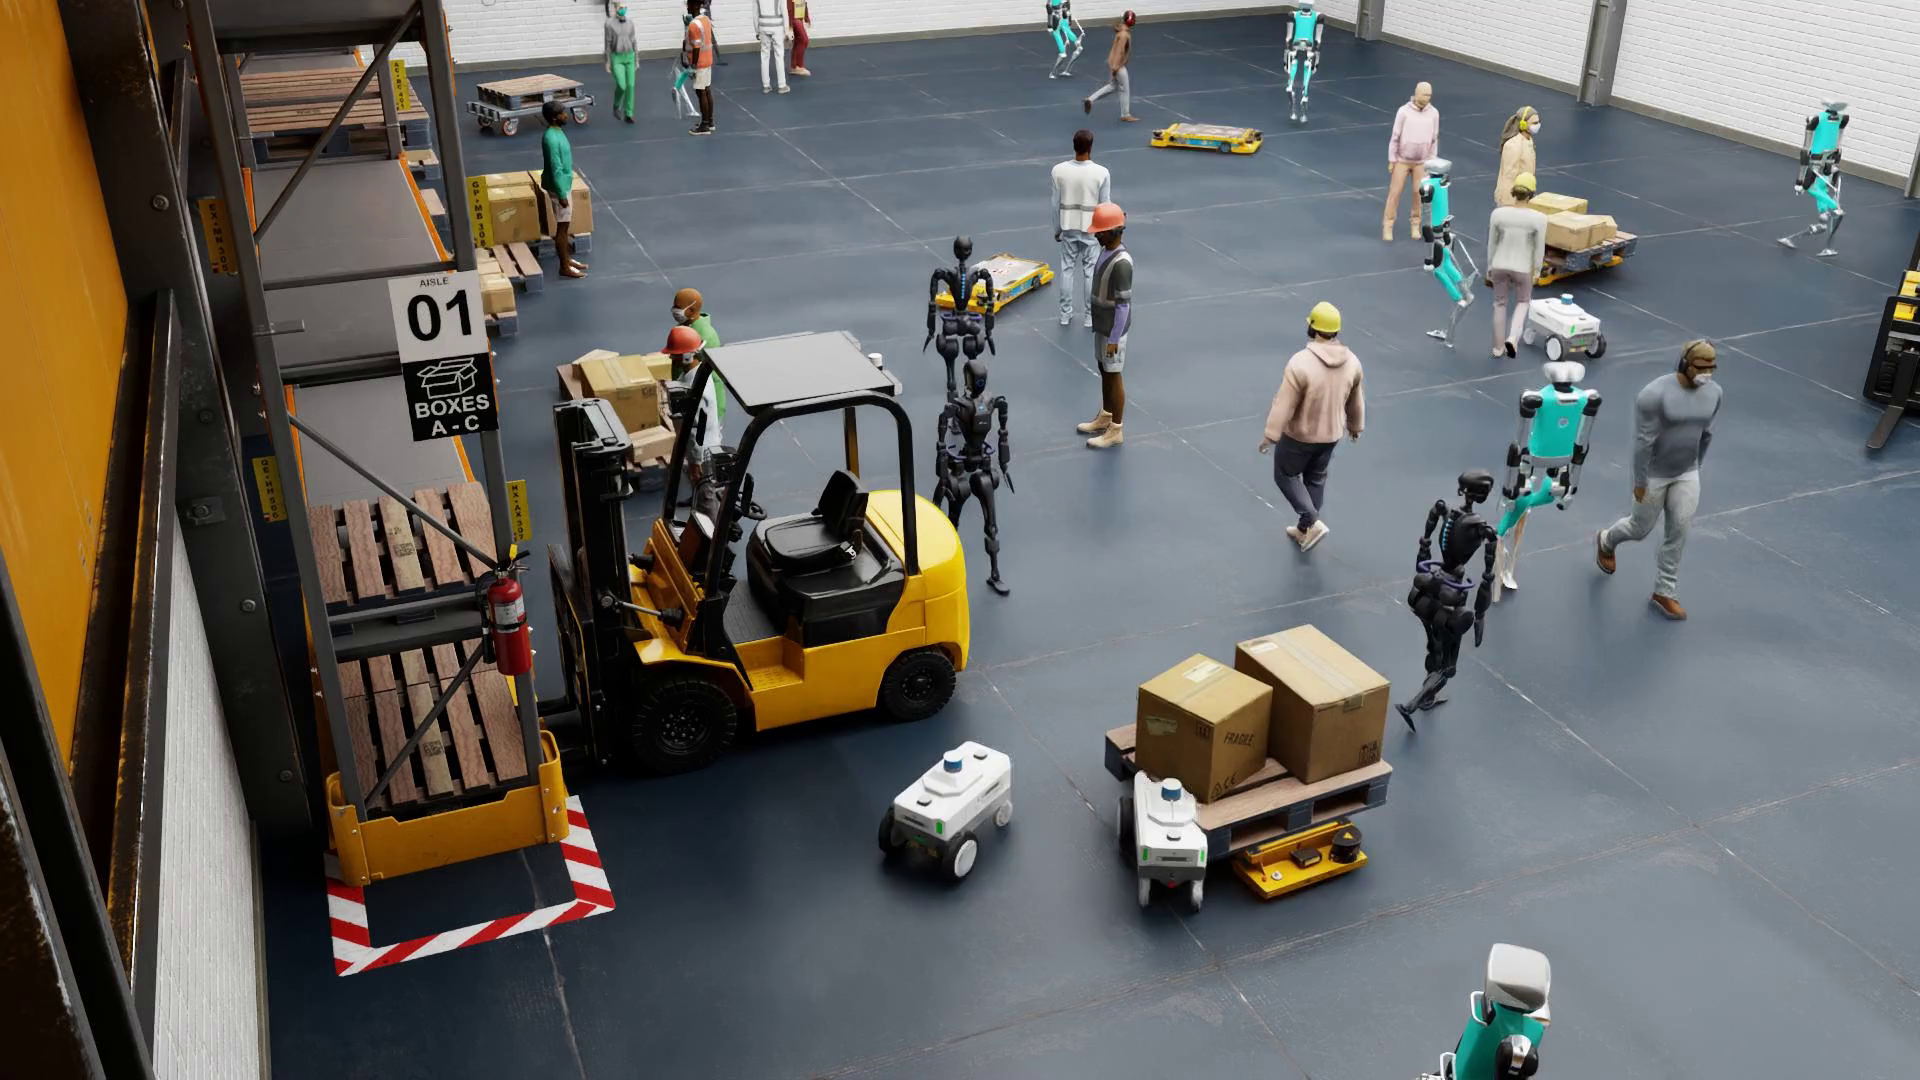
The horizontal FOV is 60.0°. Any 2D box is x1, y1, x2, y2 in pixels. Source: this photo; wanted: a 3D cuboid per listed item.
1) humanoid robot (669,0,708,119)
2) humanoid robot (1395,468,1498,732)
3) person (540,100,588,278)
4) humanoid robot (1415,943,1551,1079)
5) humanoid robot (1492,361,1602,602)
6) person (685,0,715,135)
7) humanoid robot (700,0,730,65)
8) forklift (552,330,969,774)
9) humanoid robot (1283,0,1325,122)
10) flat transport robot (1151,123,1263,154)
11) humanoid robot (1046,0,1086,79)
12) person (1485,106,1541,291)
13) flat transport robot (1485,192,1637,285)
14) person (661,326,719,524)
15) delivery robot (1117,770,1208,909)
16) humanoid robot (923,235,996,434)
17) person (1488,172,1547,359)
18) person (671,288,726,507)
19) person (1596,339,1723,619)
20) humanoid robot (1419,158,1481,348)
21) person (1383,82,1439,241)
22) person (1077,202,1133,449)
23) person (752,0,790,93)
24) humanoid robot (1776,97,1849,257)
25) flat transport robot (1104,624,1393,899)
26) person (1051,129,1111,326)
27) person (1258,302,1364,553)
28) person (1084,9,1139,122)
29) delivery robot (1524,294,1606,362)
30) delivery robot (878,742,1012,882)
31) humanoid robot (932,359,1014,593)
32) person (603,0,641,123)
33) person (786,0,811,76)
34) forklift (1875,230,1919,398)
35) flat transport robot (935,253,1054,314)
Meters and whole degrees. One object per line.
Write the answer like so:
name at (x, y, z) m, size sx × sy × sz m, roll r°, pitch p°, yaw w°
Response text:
humanoid robot at (-4.040, -6.993, 24.370) m, size 0.751 × 1.869 × 0.532 m, roll 12°, pitch 29°, yaw 22°
humanoid robot at (2.794, 0.340, 9.770) m, size 0.628 × 1.632 × 0.589 m, roll -16°, pitch 31°, yaw -28°
person at (-4.232, -3.714, 17.612) m, size 0.396 × 1.854 × 0.494 m, roll -3°, pitch 27°, yaw -7°
humanoid robot at (1.627, 2.223, 6.055) m, size 0.765 × 1.880 × 0.543 m, roll 5°, pitch 27°, yaw 10°
humanoid robot at (3.834, -0.424, 11.215) m, size 0.546 × 1.794 × 0.755 m, roll -3°, pitch 27°, yaw -6°
person at (-3.690, -6.746, 23.519) m, size 0.368 × 1.966 × 0.605 m, roll 4°, pitch 27°, yaw 8°
humanoid robot at (-4.292, -8.779, 27.940) m, size 0.769 × 1.625 × 0.611 m, roll -6°, pitch 27°, yaw -12°
forklift at (-1.094, 0.010, 9.831) m, size 2.313 × 2.155 × 1.214 m, roll -10°, pitch 28°, yaw -20°
humanoid robot at (4.917, -6.857, 23.992) m, size 0.535 × 1.758 × 0.942 m, roll 6°, pitch 27°, yaw 12°
flat transport robot at (3.431, -5.572, 23.070) m, size 1.431 × 0.231 × 0.659 m, roll 9°, pitch 28°, yaw 18°
humanoid robot at (1.734, -8.359, 26.989) m, size 0.674 × 1.793 × 0.560 m, roll 23°, pitch 35°, yaw 38°
person at (5.732, -3.557, 17.278) m, size 0.403 × 1.877 × 0.555 m, roll 18°, pitch 32°, yaw 32°
flat transport robot at (6.480, -3.045, 18.044) m, size 1.431 × 0.231 × 0.659 m, roll -17°, pitch 32°, yaw -31°
person at (-1.865, -0.669, 11.673) m, size 0.350 × 1.746 × 0.575 m, roll -3°, pitch 27°, yaw -6°
delivery robot at (1.086, 1.495, 8.656) m, size 0.499 × 0.560 × 0.734 m, roll 1°, pitch 27°, yaw 2°
humanoid robot at (-0.009, -1.734, 13.878) m, size 0.612 × 1.645 × 0.514 m, roll -3°, pitch 27°, yaw -6°
person at (5.080, -2.499, 15.325) m, size 0.530 × 1.739 × 0.509 m, roll 14°, pitch 30°, yaw 25°
person at (-1.925, -1.006, 12.304) m, size 0.387 × 1.783 × 0.537 m, roll -16°, pitch 31°, yaw -28°
person at (4.690, -0.473, 11.101) m, size 0.616 × 1.909 × 0.781 m, roll -5°, pitch 27°, yaw -11°
humanoid robot at (4.650, -2.635, 15.677) m, size 0.775 × 1.843 × 0.537 m, roll 16°, pitch 31°, yaw 29°
person at (5.117, -4.297, 18.864) m, size 0.559 × 1.785 × 0.428 m, roll 1°, pitch 27°, yaw 1°
person at (1.187, -1.735, 13.478) m, size 0.380 × 2.035 × 0.602 m, roll -4°, pitch 27°, yaw -8°
person at (-2.944, -7.956, 26.015) m, size 0.573 × 1.884 × 0.356 m, roll 5°, pitch 27°, yaw 11°
humanoid robot at (9.505, -3.878, 18.118) m, size 0.545 × 1.765 × 1.040 m, roll -9°, pitch 28°, yaw -18°
flat transport robot at (1.539, 1.422, 9.158) m, size 0.659 × 0.231 × 1.431 m, roll -13°, pitch 29°, yaw -23°
person at (1.171, -3.018, 16.158) m, size 0.592 × 1.919 × 0.392 m, roll 9°, pitch 28°, yaw 17°
person at (2.512, -0.756, 11.722) m, size 0.822 × 1.855 × 0.520 m, roll -12°, pitch 29°, yaw -22°
person at (2.234, -6.916, 24.244) m, size 0.737 × 1.616 × 0.480 m, roll 0°, pitch 27°, yaw 0°
delivery robot at (5.690, -1.994, 15.653) m, size 0.499 × 0.610 × 0.788 m, roll -8°, pitch 28°, yaw -16°
delivery robot at (-0.045, 1.403, 8.868) m, size 0.499 × 0.586 × 0.773 m, roll 18°, pitch 32°, yaw 31°
humanoid robot at (0.080, -0.475, 11.422) m, size 0.612 × 1.622 × 0.794 m, roll -14°, pitch 30°, yaw -25°
person at (-4.879, -6.969, 24.108) m, size 0.533 × 1.828 × 0.421 m, roll -20°, pitch 33°, yaw -34°
person at (-2.601, -8.508, 27.263) m, size 0.558 × 1.754 × 0.474 m, roll 8°, pitch 28°, yaw 15°
forklift at (9.029, -2.397, 14.618) m, size 1.214 × 2.155 × 2.313 m, roll 18°, pitch 32°, yaw 32°
flat transport robot at (0.368, -2.668, 17.295) m, size 0.659 × 0.231 × 1.431 m, roll 15°, pitch 30°, yaw 26°
